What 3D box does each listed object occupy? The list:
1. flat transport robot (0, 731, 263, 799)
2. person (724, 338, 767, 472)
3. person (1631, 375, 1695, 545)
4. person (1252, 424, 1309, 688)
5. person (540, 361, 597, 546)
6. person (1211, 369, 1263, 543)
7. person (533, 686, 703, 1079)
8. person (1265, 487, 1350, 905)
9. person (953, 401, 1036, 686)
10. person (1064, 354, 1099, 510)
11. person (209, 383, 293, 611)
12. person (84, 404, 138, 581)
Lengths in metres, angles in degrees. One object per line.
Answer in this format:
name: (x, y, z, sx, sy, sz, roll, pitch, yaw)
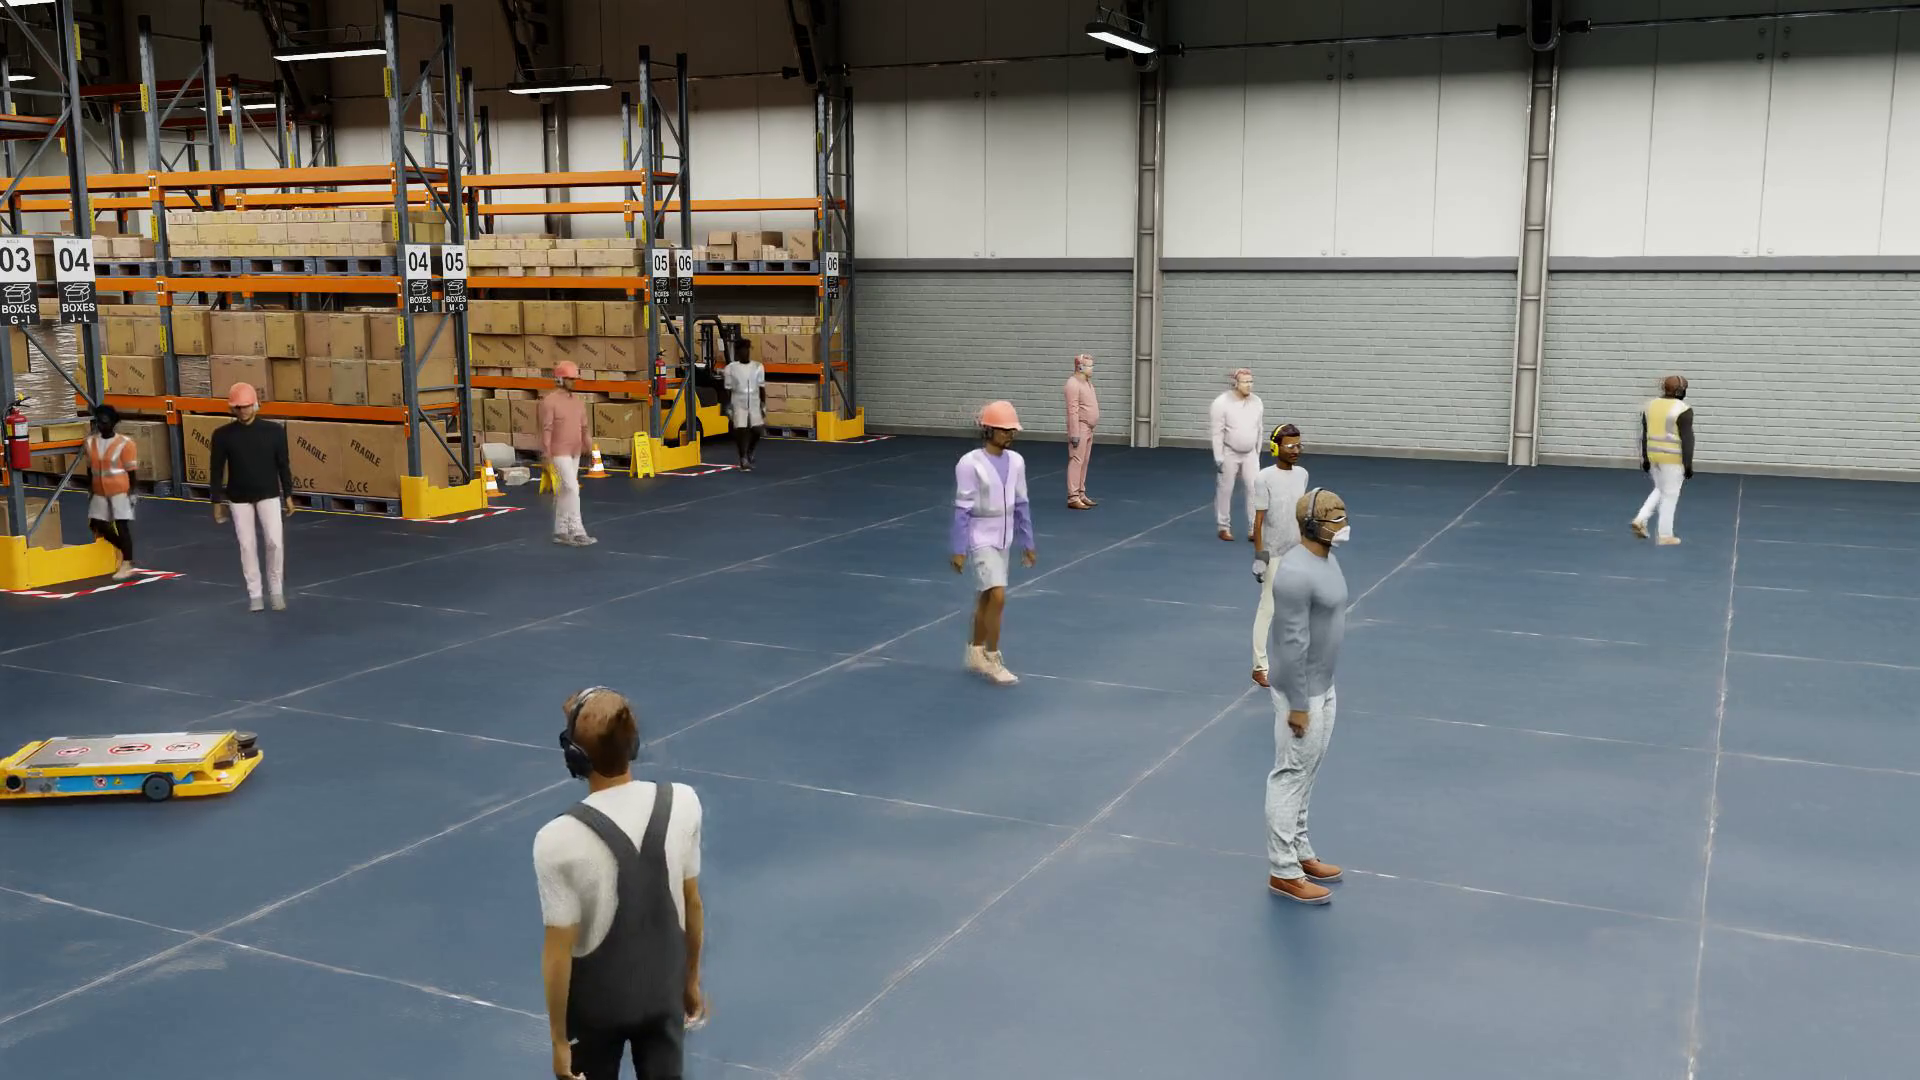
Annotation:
flat transport robot: (-4.801, 1.283, 9.456, 1.431, 0.197, 0.652, -1, 9, -8)
person: (-3.110, -1.964, 24.202, 0.636, 1.951, 0.422, -4, 10, -21)
person: (7.567, -0.850, 17.775, 0.447, 1.833, 0.625, -3, 10, -17)
person: (2.289, 0.107, 11.781, 0.533, 1.870, 0.315, -6, 11, -35)
person: (-4.072, -0.911, 17.699, 0.807, 1.968, 0.646, 4, 10, 25)
person: (3.021, -0.885, 17.824, 0.664, 1.873, 0.843, -3, 10, -18)
person: (-0.891, 1.303, 4.602, 0.524, 1.823, 0.726, -7, 12, -37)
person: (1.644, 0.714, 7.844, 0.374, 1.941, 0.627, 5, 10, 26)
person: (0.291, 0.023, 11.841, 0.767, 2.011, 0.633, 9, 13, 43)
person: (1.514, -1.337, 20.523, 0.409, 1.905, 0.652, 3, 10, 20)
person: (-6.069, -0.352, 14.234, 0.659, 1.979, 0.573, -3, 10, -20)
person: (-8.028, -0.460, 15.803, 0.543, 1.682, 0.411, 2, 9, 11)
